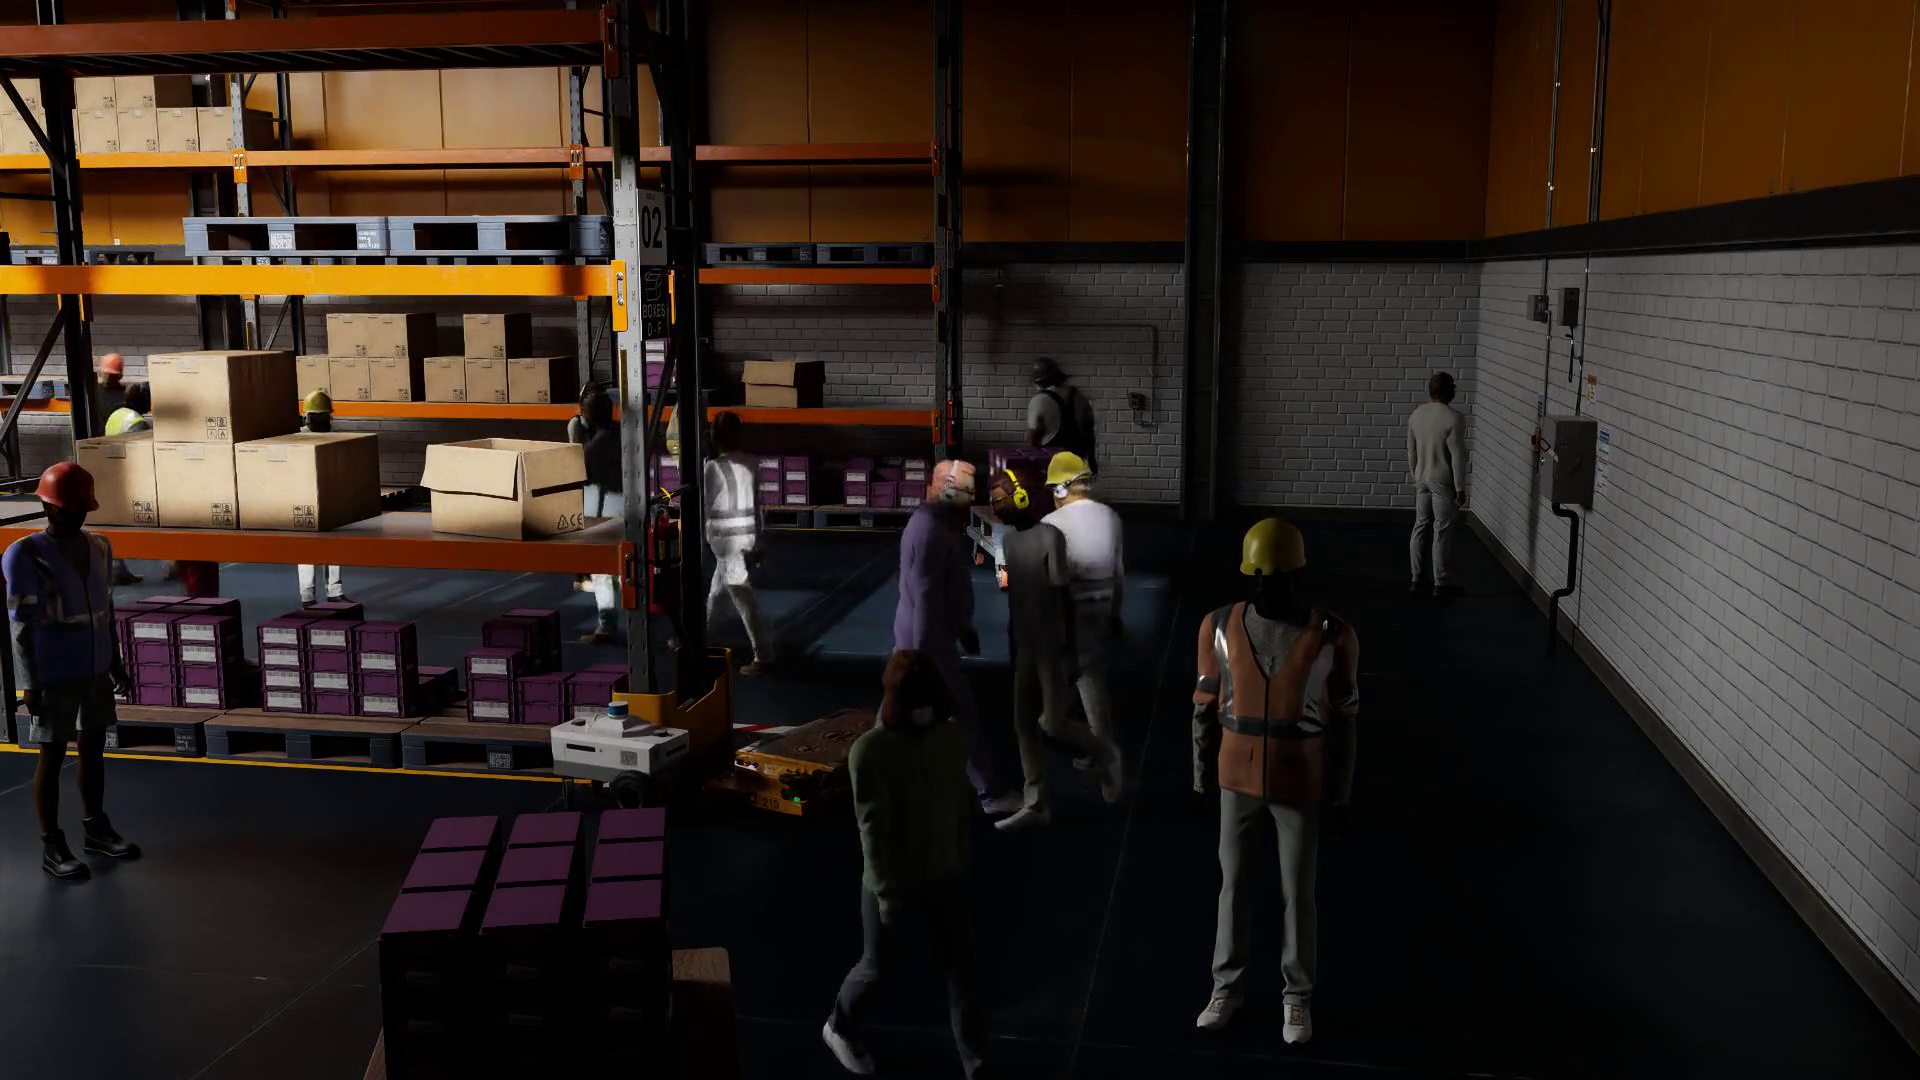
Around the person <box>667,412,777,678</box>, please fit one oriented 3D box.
[{"bbox_3d":[-1.660,0.024,11.574,0.985,1.830,0.579,4,10,22],"label":"person"}]

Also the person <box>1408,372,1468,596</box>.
[{"bbox_3d":[4.145,-0.486,14.415,0.372,1.940,0.630,-5,10,-29],"label":"person"}]

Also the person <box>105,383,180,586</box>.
[{"bbox_3d":[-7.331,-0.516,15.016,0.616,1.796,0.876,7,11,36],"label":"person"}]

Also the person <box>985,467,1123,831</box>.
[{"bbox_3d":[0.481,0.535,8.424,0.698,1.827,0.595,-6,11,-34],"label":"person"}]

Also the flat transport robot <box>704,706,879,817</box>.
[{"bbox_3d":[-0.695,1.191,9.168,0.652,0.197,1.431,6,11,31],"label":"flat transport robot"}]

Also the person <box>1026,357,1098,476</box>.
[{"bbox_3d":[0.960,-0.816,16.144,0.780,2.000,0.572,-6,11,-31],"label":"person"}]

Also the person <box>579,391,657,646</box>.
[{"bbox_3d":[-2.614,-0.149,12.375,0.482,1.920,0.646,2,9,12],"label":"person"}]

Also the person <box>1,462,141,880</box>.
[{"bbox_3d":[-4.117,0.594,7.751,0.374,1.928,0.542,4,10,22],"label":"person"}]

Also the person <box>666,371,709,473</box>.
[{"bbox_3d":[-2.782,-0.854,16.999,0.429,1.844,0.621,0,9,0],"label":"person"}]

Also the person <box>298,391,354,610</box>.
[{"bbox_3d":[-5.244,-0.314,13.676,0.404,1.829,0.600,5,11,30],"label":"person"}]

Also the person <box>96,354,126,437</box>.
[{"bbox_3d":[-8.937,-0.986,17.513,0.638,1.935,0.949,-1,9,-9],"label":"person"}]

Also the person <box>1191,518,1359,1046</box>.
[{"bbox_3d":[1.126,0.870,6.035,0.595,1.925,0.375,3,10,21],"label":"person"}]

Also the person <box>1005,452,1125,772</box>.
[{"bbox_3d":[0.598,0.390,9.446,0.613,1.775,0.894,-9,13,-44],"label":"person"}]

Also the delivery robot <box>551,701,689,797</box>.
[{"bbox_3d":[-1.775,1.083,8.671,0.707,0.478,0.477,4,10,24],"label":"delivery robot"}]

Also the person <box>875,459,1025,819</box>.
[{"bbox_3d":[-0.052,0.514,8.460,0.967,1.847,0.674,-1,9,-8],"label":"person"}]

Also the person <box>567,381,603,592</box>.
[{"bbox_3d":[-3.254,-0.475,14.646,0.345,1.842,0.505,2,9,15],"label":"person"}]

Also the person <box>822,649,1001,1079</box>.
[{"bbox_3d":[-0.184,1.116,5.555,0.495,1.592,0.794,-6,11,-33],"label":"person"}]

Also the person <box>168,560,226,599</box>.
[{"bbox_3d":[-5.328,0.071,11.549,0.416,1.754,0.526,1,9,7],"label":"person"}]
